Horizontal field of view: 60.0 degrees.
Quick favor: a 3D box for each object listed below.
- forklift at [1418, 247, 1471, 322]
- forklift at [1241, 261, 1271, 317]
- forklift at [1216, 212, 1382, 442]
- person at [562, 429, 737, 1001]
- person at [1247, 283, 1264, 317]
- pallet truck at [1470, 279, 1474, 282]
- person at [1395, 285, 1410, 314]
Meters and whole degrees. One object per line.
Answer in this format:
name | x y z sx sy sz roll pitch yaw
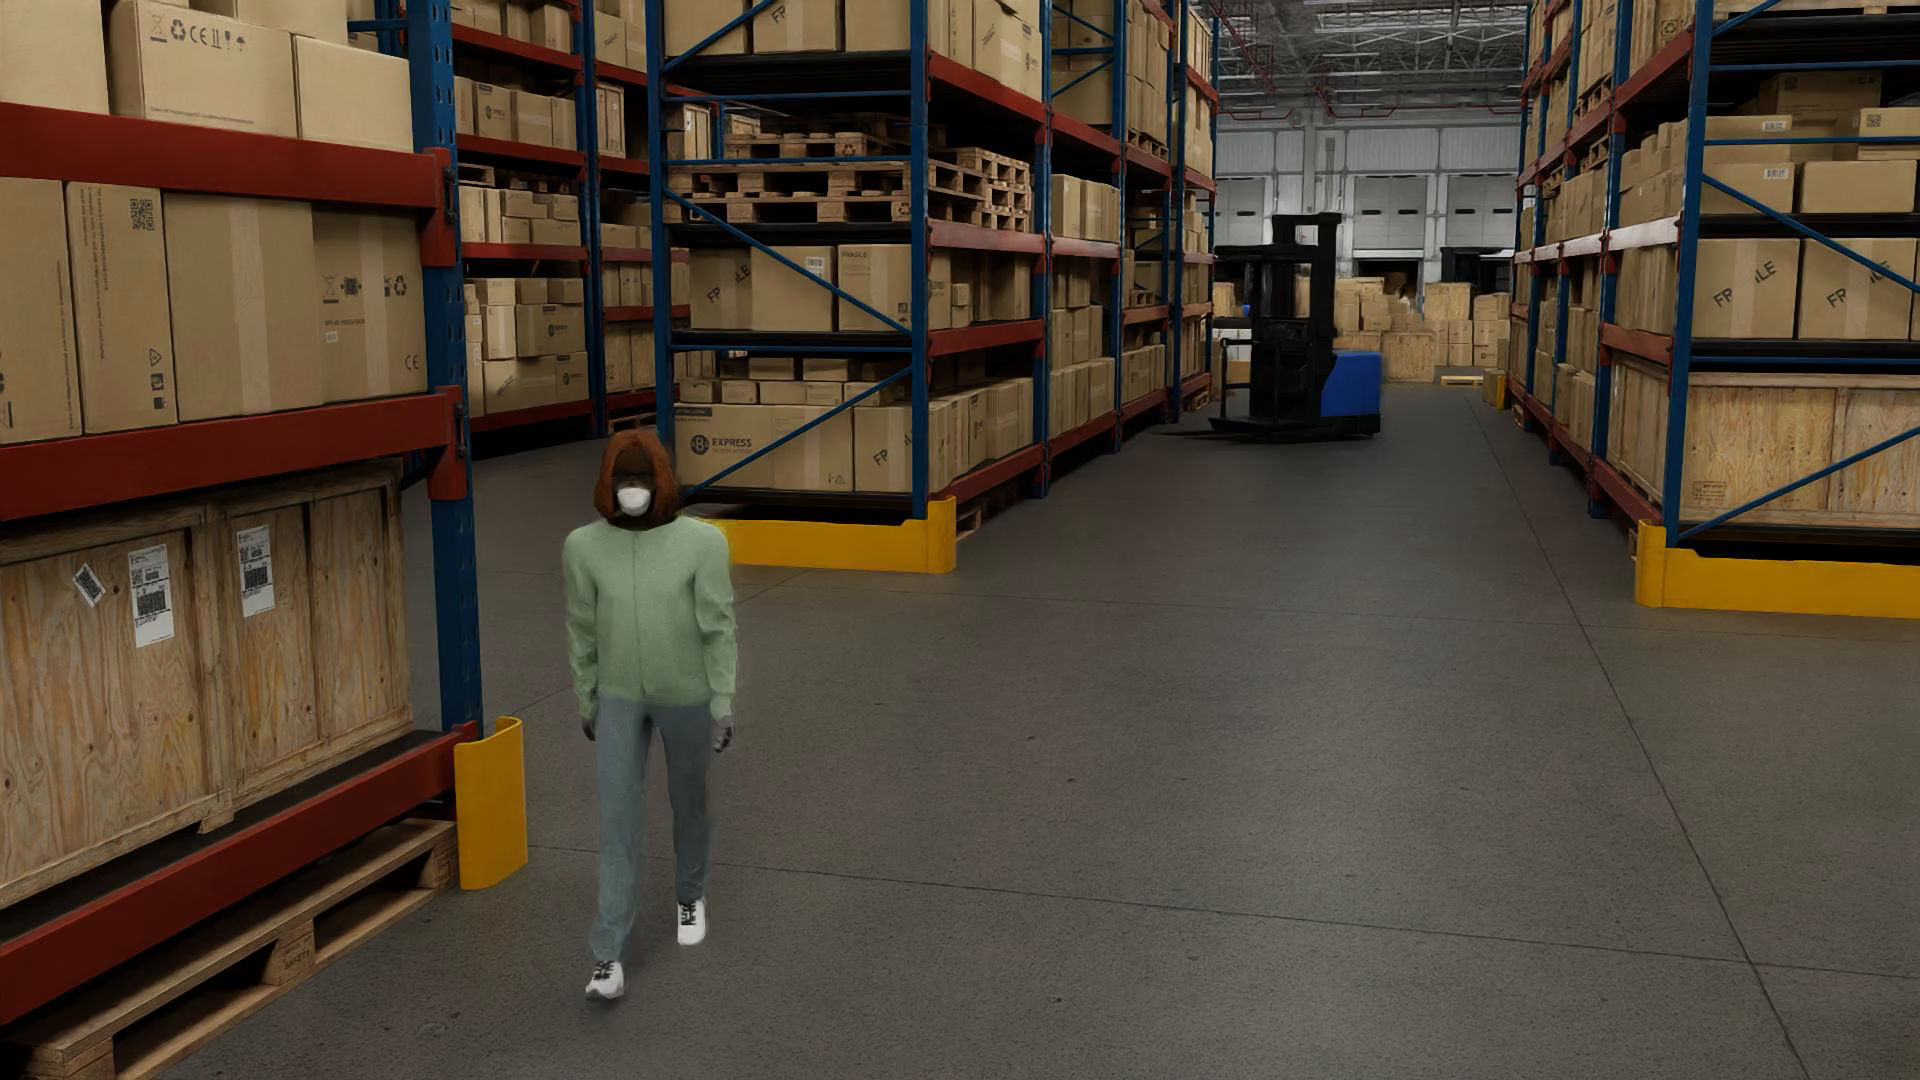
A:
forklift | 12.741 -6.162 42.924 1.129 2.768 1.873 -7 11 -38
forklift | 10.551 -8.662 58.805 1.129 2.768 1.873 2 9 15
forklift | 4.299 -2.687 20.846 1.873 2.768 1.129 -5 10 -30
person | -0.889 0.485 4.771 0.515 1.591 0.859 0 9 0
person | 6.568 -4.711 36.691 1.032 1.948 0.640 0 9 3
pallet truck | 18.896 -8.459 60.307 1.885 1.965 0.823 5 10 31
person | 9.616 -4.599 36.135 1.000 1.895 0.642 0 9 1
